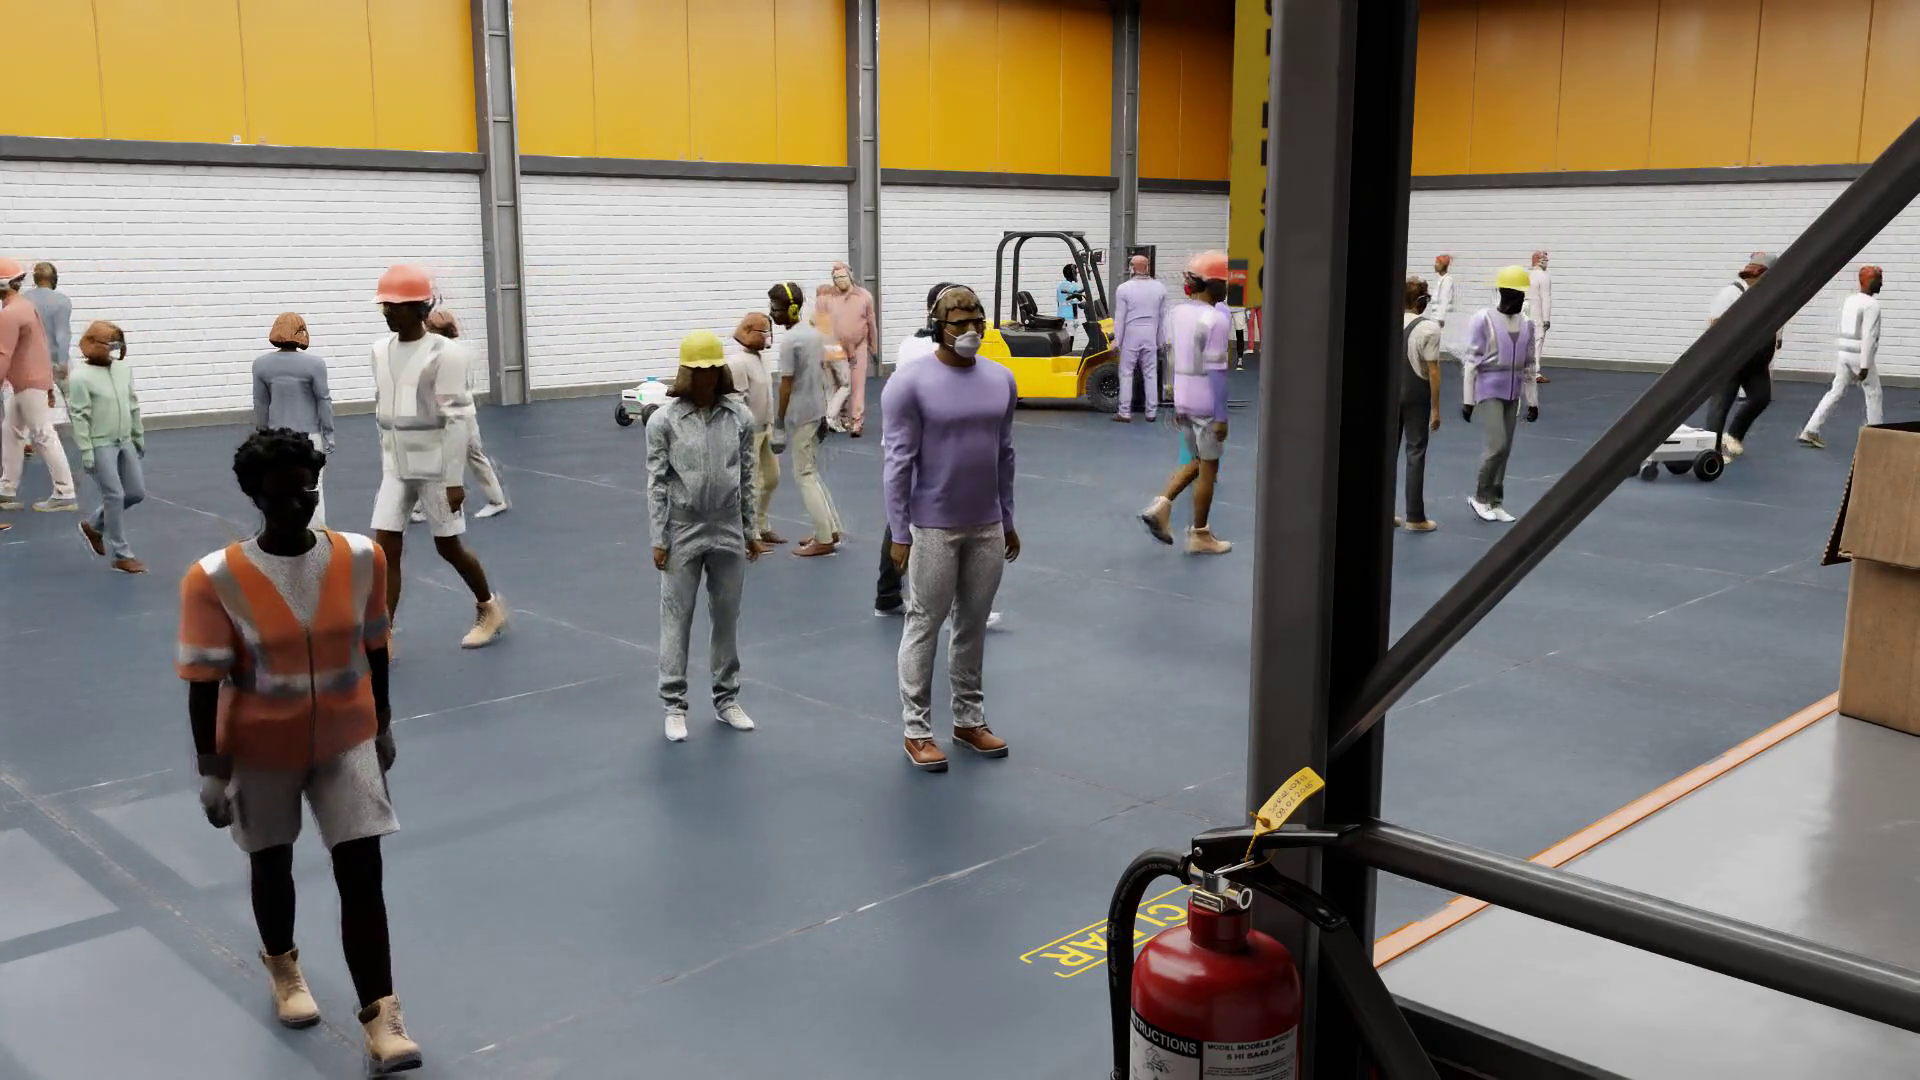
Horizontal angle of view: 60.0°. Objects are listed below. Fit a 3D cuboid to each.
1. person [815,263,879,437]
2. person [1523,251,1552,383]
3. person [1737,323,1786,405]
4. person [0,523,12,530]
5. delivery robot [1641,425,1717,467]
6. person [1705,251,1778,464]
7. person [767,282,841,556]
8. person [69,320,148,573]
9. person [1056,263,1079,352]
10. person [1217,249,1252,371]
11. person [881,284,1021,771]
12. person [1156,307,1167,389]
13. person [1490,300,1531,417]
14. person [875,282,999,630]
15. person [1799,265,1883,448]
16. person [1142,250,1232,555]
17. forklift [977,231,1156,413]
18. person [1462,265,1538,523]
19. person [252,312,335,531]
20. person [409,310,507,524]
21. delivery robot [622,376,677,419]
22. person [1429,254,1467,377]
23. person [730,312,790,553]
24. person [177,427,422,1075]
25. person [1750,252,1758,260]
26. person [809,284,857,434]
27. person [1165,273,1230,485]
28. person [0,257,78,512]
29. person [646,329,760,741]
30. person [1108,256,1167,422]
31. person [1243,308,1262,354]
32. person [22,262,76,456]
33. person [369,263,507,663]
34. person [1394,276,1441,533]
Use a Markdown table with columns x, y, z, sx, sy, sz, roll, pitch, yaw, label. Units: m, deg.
| x | y | z | sx | sy | sz | roll | pitch | yaw | label |
| --- | --- | --- | --- | --- | --- | --- | --- | --- | --- |
| -1.216 | -2.044 | 17.856 | 0.680 | 1.859 | 1.007 | -1 | 10 | -5 | person |
| 8.358 | -3.233 | 24.146 | 0.401 | 1.904 | 0.649 | -4 | 11 | -20 | person |
| 10.081 | -2.613 | 20.994 | 0.611 | 1.823 | 0.403 | 6 | 12 | 31 | person |
| -7.191 | -0.983 | 11.972 | 0.512 | 1.872 | 0.330 | 7 | 12 | 32 | person |
| 6.238 | -0.849 | 14.574 | 0.707 | 0.478 | 0.477 | -2 | 11 | -11 | delivery robot |
| 7.359 | -1.735 | 15.606 | 0.712 | 2.000 | 0.547 | -4 | 11 | -23 | person |
| -1.041 | -0.782 | 10.976 | 0.424 | 1.832 | 0.570 | 2 | 11 | 13 | person |
| -5.410 | -0.584 | 10.484 | 0.520 | 1.608 | 0.545 | 3 | 11 | 15 | person |
| 1.677 | -3.420 | 25.731 | 0.319 | 1.695 | 0.538 | -5 | 11 | -24 | person |
| 4.319 | -3.662 | 26.316 | 0.613 | 1.964 | 0.361 | 4 | 11 | 19 | person |
| -0.024 | -0.052 | 6.706 | 0.635 | 1.937 | 0.354 | -7 | 13 | -35 | person |
| 2.626 | -2.919 | 22.938 | 0.687 | 1.718 | 0.341 | -2 | 11 | -9 | person |
| 6.416 | -2.251 | 19.528 | 0.536 | 1.636 | 0.337 | 10 | 14 | 44 | person |
| -0.167 | -0.466 | 9.127 | 0.463 | 1.889 | 0.693 | -5 | 12 | -27 | person |
| 8.907 | -1.811 | 16.588 | 0.966 | 1.844 | 0.591 | -1 | 10 | -4 | person |
| 1.573 | -0.894 | 11.039 | 0.540 | 2.030 | 0.624 | -4 | 11 | -22 | person |
| 1.222 | -2.721 | 20.561 | 2.313 | 2.155 | 1.214 | 2 | 11 | 13 | forklift |
| 4.035 | -1.071 | 12.331 | 0.607 | 1.911 | 0.446 | -5 | 12 | -27 | person |
| -4.393 | -0.687 | 11.003 | 0.507 | 1.631 | 0.265 | 0 | 10 | 0 | person |
| -3.792 | -0.912 | 12.352 | 0.524 | 1.585 | 0.900 | 10 | 14 | 44 | person |
| -3.454 | -1.600 | 18.669 | 0.477 | 0.478 | 0.707 | 7 | 12 | 33 | delivery robot |
| 7.265 | -3.338 | 24.863 | 0.834 | 1.861 | 0.578 | 0 | 10 | -2 | person |
| -1.360 | -0.717 | 11.204 | 0.320 | 1.629 | 0.504 | 4 | 11 | 19 | person |
| -1.667 | 0.543 | 4.227 | 0.548 | 1.645 | 0.865 | -7 | 13 | -34 | person |
| 11.166 | -3.084 | 23.347 | 0.636 | 1.902 | 0.404 | -9 | 14 | -41 | person |
| -1.373 | -1.926 | 17.801 | 0.571 | 1.611 | 0.449 | 6 | 12 | 31 | person |
| 2.044 | -1.390 | 14.261 | 0.570 | 1.840 | 0.373 | -4 | 11 | -19 | person |
| -7.294 | -1.170 | 12.737 | 0.894 | 1.954 | 0.632 | -4 | 11 | -20 | person |
| -1.079 | -0.021 | 7.071 | 0.492 | 1.742 | 0.320 | -6 | 12 | -29 | person |
| 2.013 | -2.286 | 19.033 | 0.709 | 1.896 | 0.454 | -4 | 11 | -23 | person |
| 5.307 | -4.233 | 29.979 | 0.533 | 1.767 | 0.327 | -4 | 11 | -20 | person |
| -8.913 | -1.769 | 16.258 | 0.639 | 1.879 | 1.059 | 2 | 11 | 11 | person |
| -2.707 | -0.383 | 8.351 | 0.622 | 2.007 | 0.948 | 5 | 12 | 26 | person |
| 3.221 | -0.970 | 11.971 | 0.328 | 1.842 | 0.515 | -10 | 14 | -44 | person |
